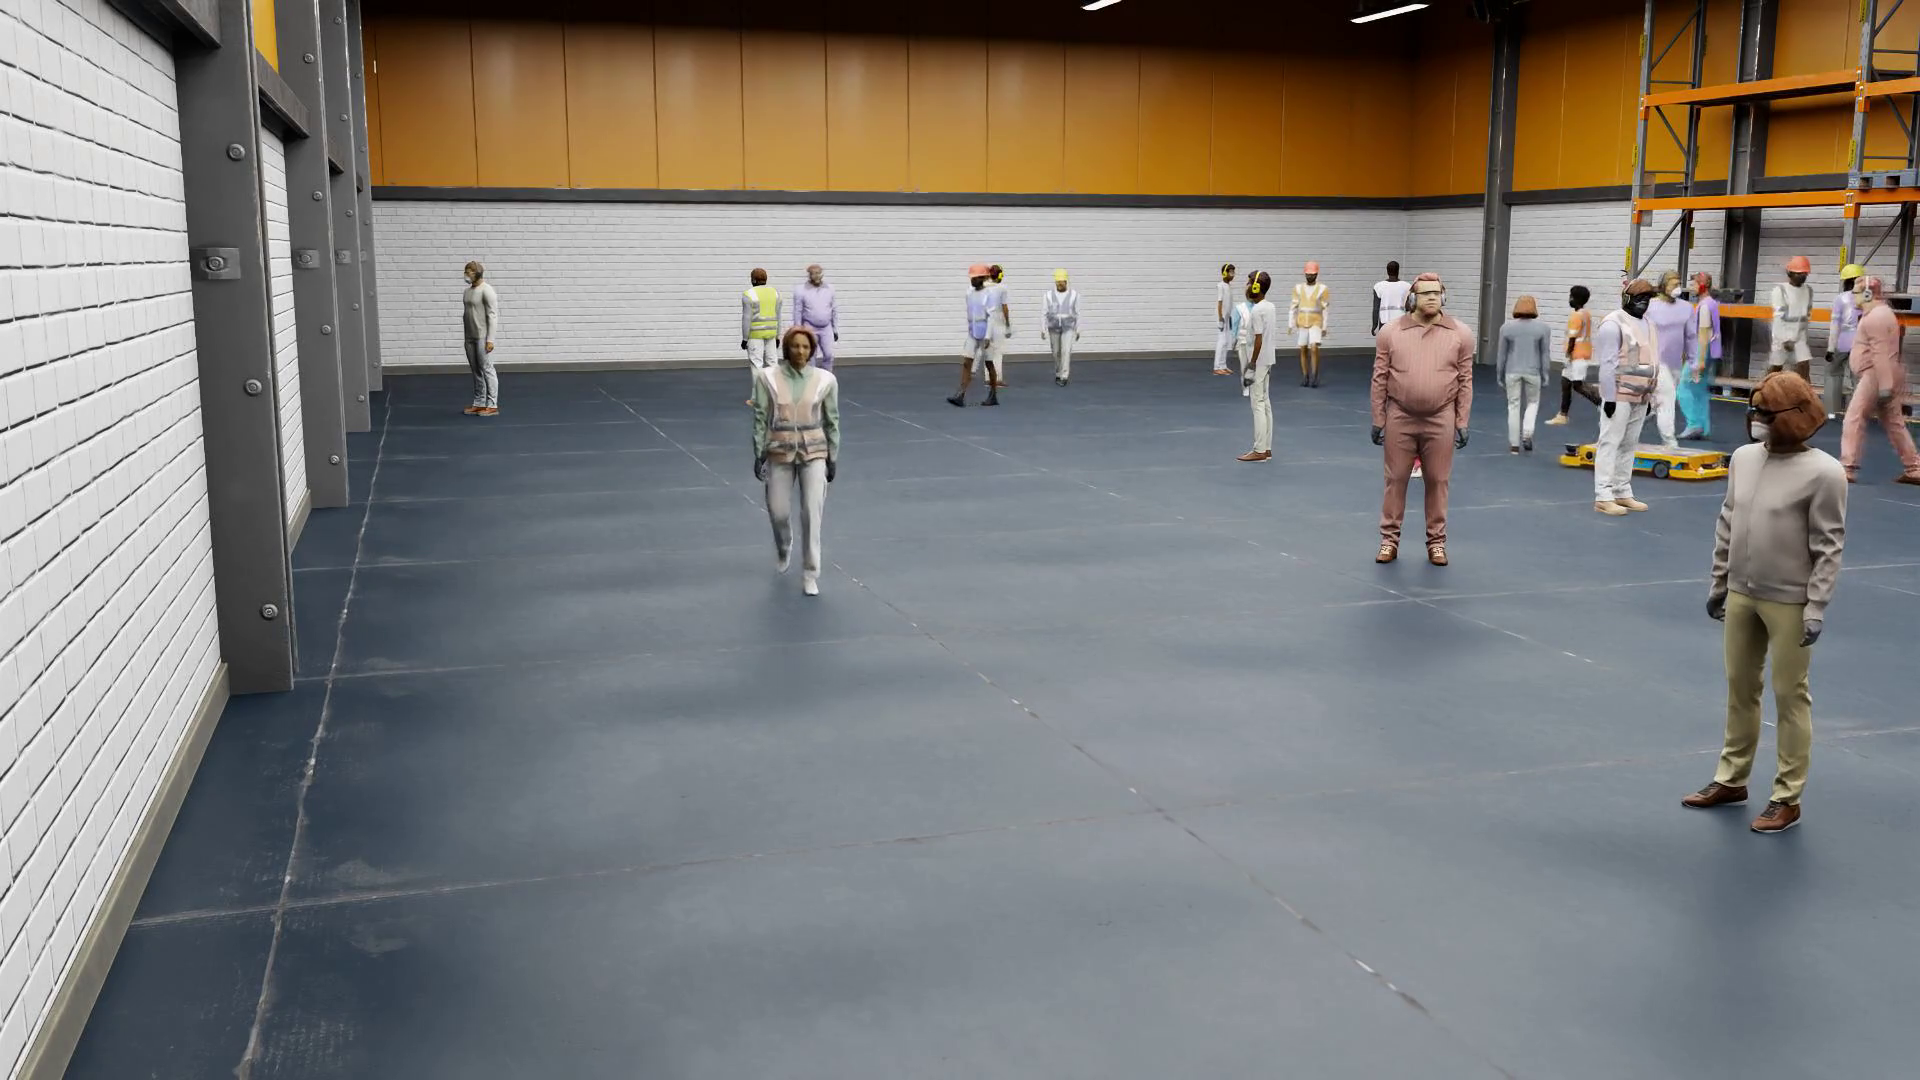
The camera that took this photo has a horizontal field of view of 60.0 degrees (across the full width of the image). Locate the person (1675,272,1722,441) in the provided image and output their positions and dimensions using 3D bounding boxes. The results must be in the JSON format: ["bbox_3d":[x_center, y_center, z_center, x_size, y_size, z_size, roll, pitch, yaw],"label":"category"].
[{"bbox_3d":[7.981,-1.976,18.031,0.512,1.826,0.605,5,11,26],"label":"person"}]

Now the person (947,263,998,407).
[{"bbox_3d":[0.209,-2.695,21.993,0.570,1.890,0.947,8,13,38],"label":"person"}]

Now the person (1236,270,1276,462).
[{"bbox_3d":[2.918,-1.699,16.322,0.326,1.869,0.519,5,11,27],"label":"person"}]

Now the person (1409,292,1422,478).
[{"bbox_3d":[4.223,-1.462,15.300,0.523,1.751,0.562,4,11,23],"label":"person"}]

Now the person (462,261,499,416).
[{"bbox_3d":[-6.048,-2.528,20.912,0.635,1.937,0.359,9,13,42],"label":"person"}]

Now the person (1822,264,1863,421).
[{"bbox_3d":[10.546,-2.325,19.830,0.606,1.902,0.709,-2,10,-12],"label":"person"}]

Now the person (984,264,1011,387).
[{"bbox_3d":[0.554,-3.266,25.412,0.524,1.866,0.345,9,13,42],"label":"person"}]

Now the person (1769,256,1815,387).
[{"bbox_3d":[10.334,-2.497,20.557,0.612,1.990,0.993,-2,10,-9],"label":"person"}]

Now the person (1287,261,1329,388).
[{"bbox_3d":[5.258,-3.248,25.190,0.572,1.905,0.834,4,11,23],"label":"person"}]

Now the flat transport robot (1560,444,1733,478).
[{"bbox_3d":[6.411,-0.757,15.481,0.652,0.197,1.431,-7,12,-36],"label":"flat transport robot"}]

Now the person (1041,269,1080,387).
[{"bbox_3d":[1.558,-3.286,25.744,0.602,1.795,0.851,2,10,9],"label":"person"}]

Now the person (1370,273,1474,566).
[{"bbox_3d":[3.016,-0.786,10.905,0.651,1.913,0.409,3,10,14],"label":"person"}]

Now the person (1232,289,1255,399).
[{"bbox_3d":[4.096,-2.798,23.441,0.526,1.605,0.805,2,10,9],"label":"person"}]

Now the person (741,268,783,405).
[{"bbox_3d":[-2.675,-2.718,22.292,0.630,1.842,0.429,-9,13,-41],"label":"person"}]

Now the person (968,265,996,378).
[{"bbox_3d":[0.385,-3.508,26.879,0.595,1.832,0.990,-3,10,-16],"label":"person"}]

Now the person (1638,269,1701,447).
[{"bbox_3d":[6.859,-1.706,16.338,0.628,1.901,1.024,-4,11,-23],"label":"person"}]

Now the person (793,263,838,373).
[{"bbox_3d":[-2.034,-3.002,23.792,0.682,1.888,0.572,-4,11,-22],"label":"person"}]

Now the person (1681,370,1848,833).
[{"bbox_3d":[2.874,0.215,5.914,0.278,1.633,0.498,-4,11,-21],"label":"person"}]

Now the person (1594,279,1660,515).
[{"bbox_3d":[5.250,-1.122,13.068,0.624,1.841,0.430,-7,12,-36],"label":"person"}]

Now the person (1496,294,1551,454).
[{"bbox_3d":[5.725,-1.683,16.920,0.525,1.616,0.395,3,10,19],"label":"person"}]

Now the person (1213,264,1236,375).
[{"bbox_3d":[4.453,-3.699,27.943,0.328,1.855,0.521,5,11,26],"label":"person"}]

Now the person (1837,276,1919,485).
[{"bbox_3d":[8.148,-1.398,14.685,0.844,1.849,0.662,7,12,36],"label":"person"}]

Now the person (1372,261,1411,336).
[{"bbox_3d":[6.603,-3.300,25.457,0.590,1.914,0.386,1,10,4],"label":"person"}]

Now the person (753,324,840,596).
[{"bbox_3d":[-0.984,-0.497,10.070,0.525,1.617,0.553,-1,10,-5],"label":"person"}]

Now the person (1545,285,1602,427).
[{"bbox_3d":[7.289,-2.139,19.425,0.743,1.673,0.530,5,11,28],"label":"person"}]
